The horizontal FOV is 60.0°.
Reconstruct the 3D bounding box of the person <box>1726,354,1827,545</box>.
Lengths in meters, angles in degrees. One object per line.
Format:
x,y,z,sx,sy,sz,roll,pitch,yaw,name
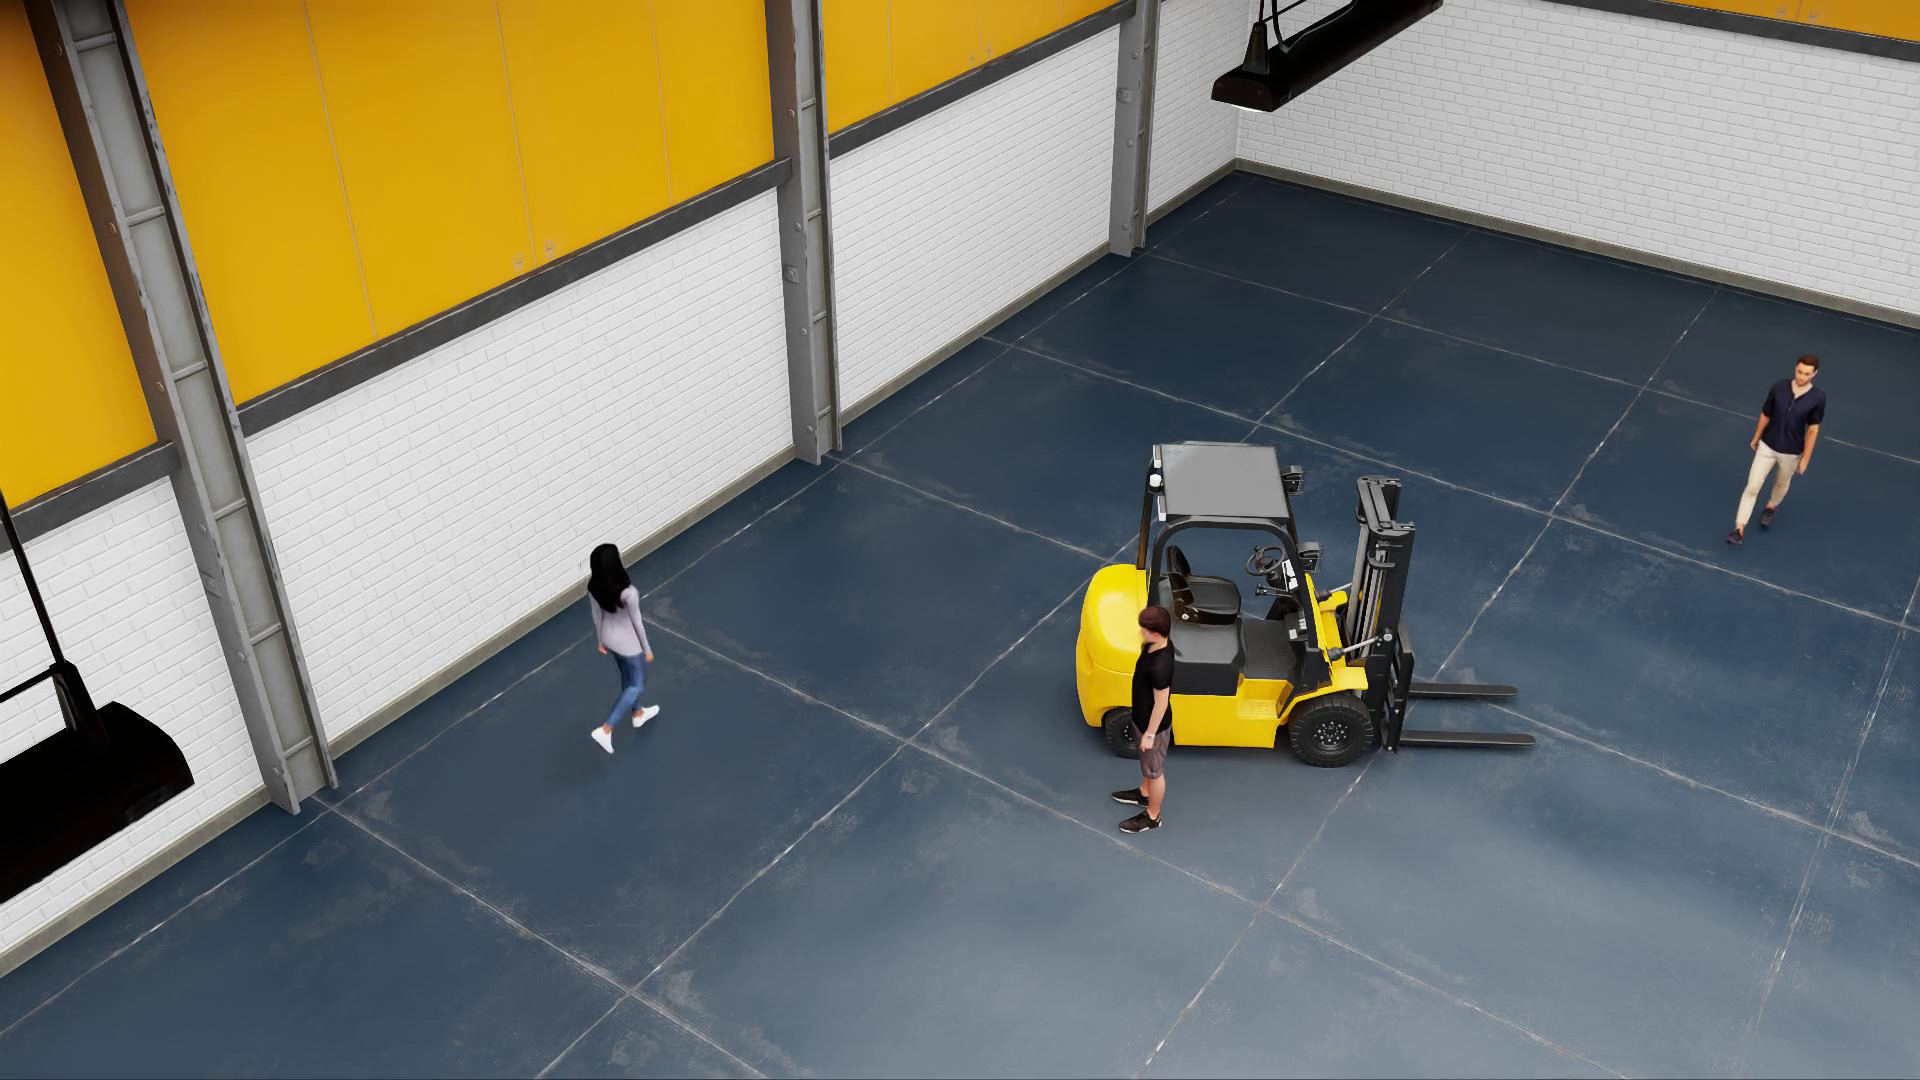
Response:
7.280,-0.835,14.688,0.660,1.798,1.140,22,39,29,person

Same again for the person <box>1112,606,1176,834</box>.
1.336,1.220,11.542,0.832,1.858,0.737,-1,34,-1,person

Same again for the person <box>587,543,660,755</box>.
-2.545,0.817,12.275,0.599,1.717,0.958,21,39,28,person
